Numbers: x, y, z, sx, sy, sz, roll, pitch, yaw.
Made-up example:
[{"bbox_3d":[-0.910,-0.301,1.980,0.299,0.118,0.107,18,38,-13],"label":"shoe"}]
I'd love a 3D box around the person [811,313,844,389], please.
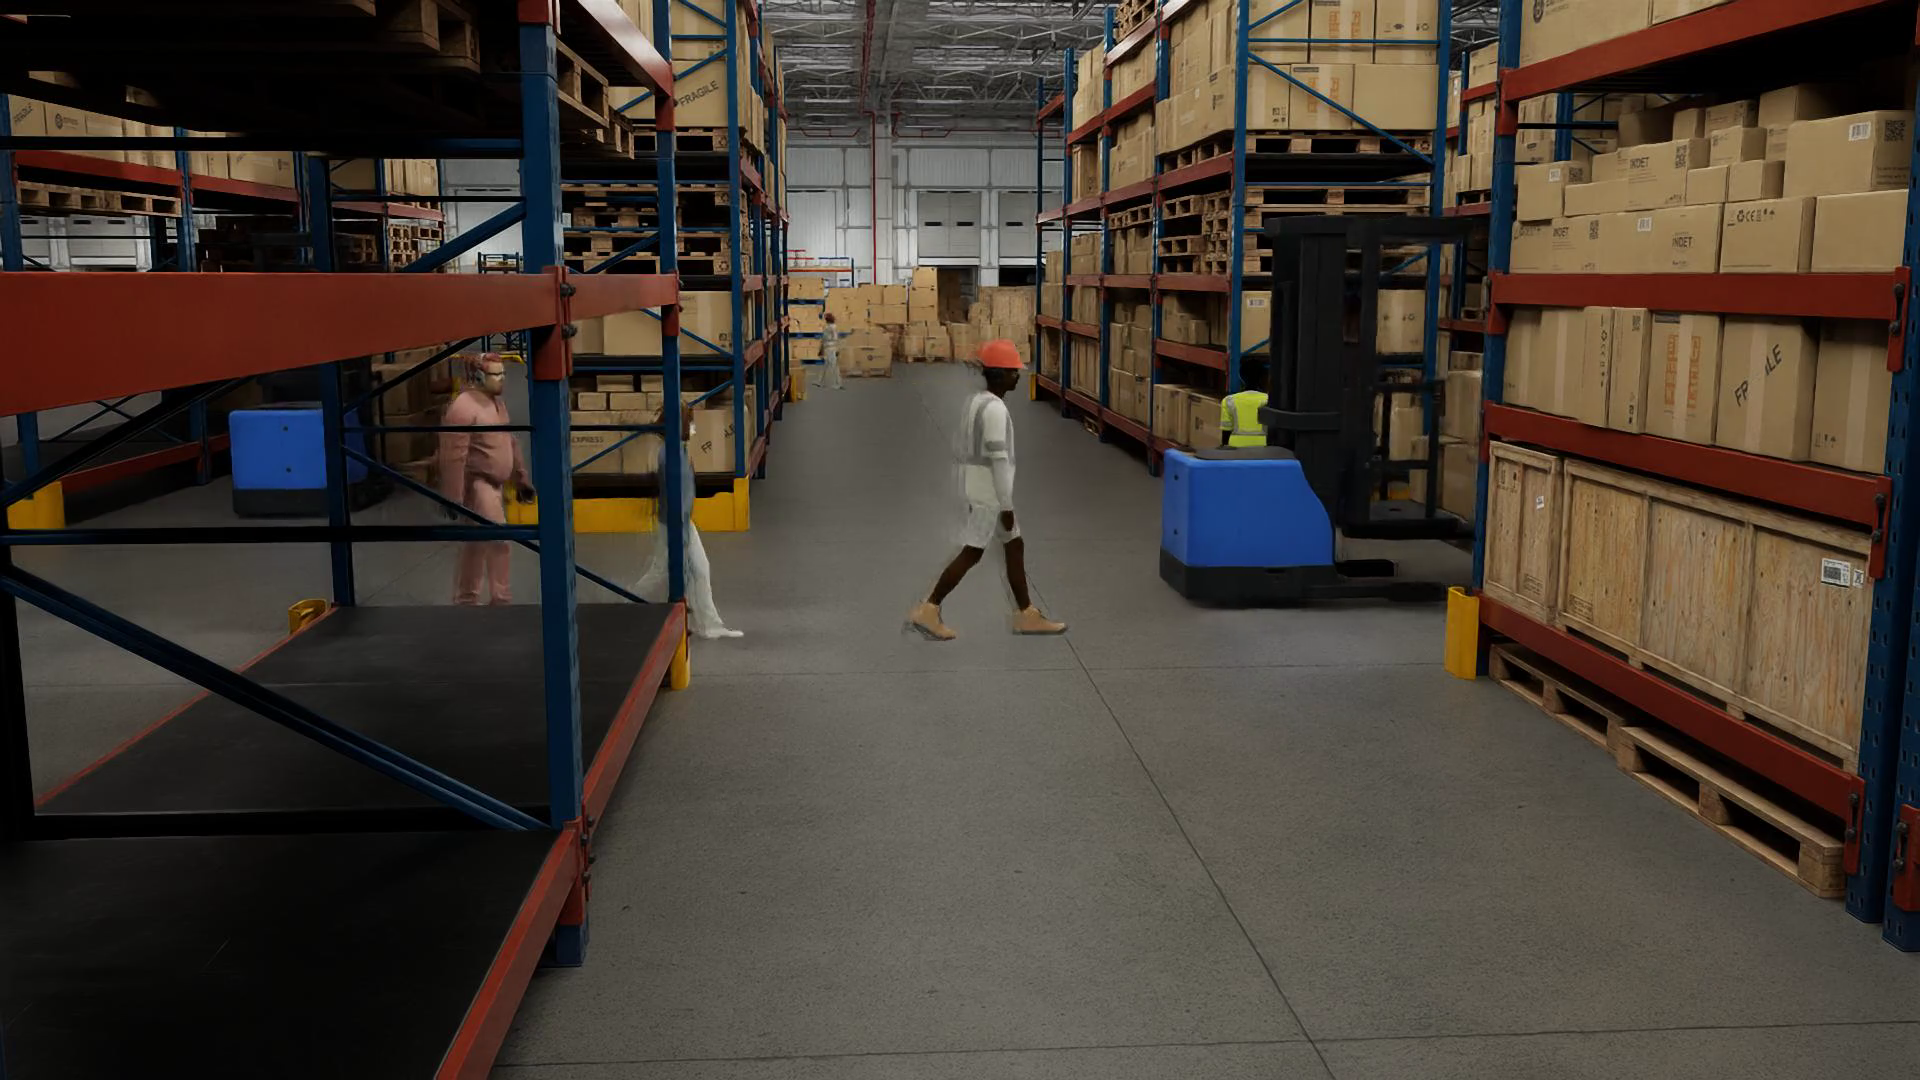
[{"bbox_3d":[-2.822,-3.997,35.245,0.836,1.600,0.518,3,9,16],"label":"person"}]

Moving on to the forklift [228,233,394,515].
[{"bbox_3d":[-6.676,-1.731,16.996,1.129,2.768,1.873,-1,9,-4],"label":"forklift"}]

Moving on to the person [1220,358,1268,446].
[{"bbox_3d":[2.490,-0.702,14.245,0.535,1.697,0.318,2,9,13],"label":"person"}]

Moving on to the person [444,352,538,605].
[{"bbox_3d":[-3.196,-0.344,11.444,0.772,1.878,0.675,1,9,5],"label":"person"}]

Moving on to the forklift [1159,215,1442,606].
[{"bbox_3d":[2.514,-0.986,12.321,1.873,2.768,1.129,-1,9,-5],"label":"forklift"}]

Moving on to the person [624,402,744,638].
[{"bbox_3d":[-1.893,-0.114,10.866,0.841,1.593,0.514,0,9,-2],"label":"person"}]

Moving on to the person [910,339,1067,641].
[{"bbox_3d":[0.160,-0.319,10.924,1.047,1.999,0.627,-1,9,-4],"label":"person"}]
